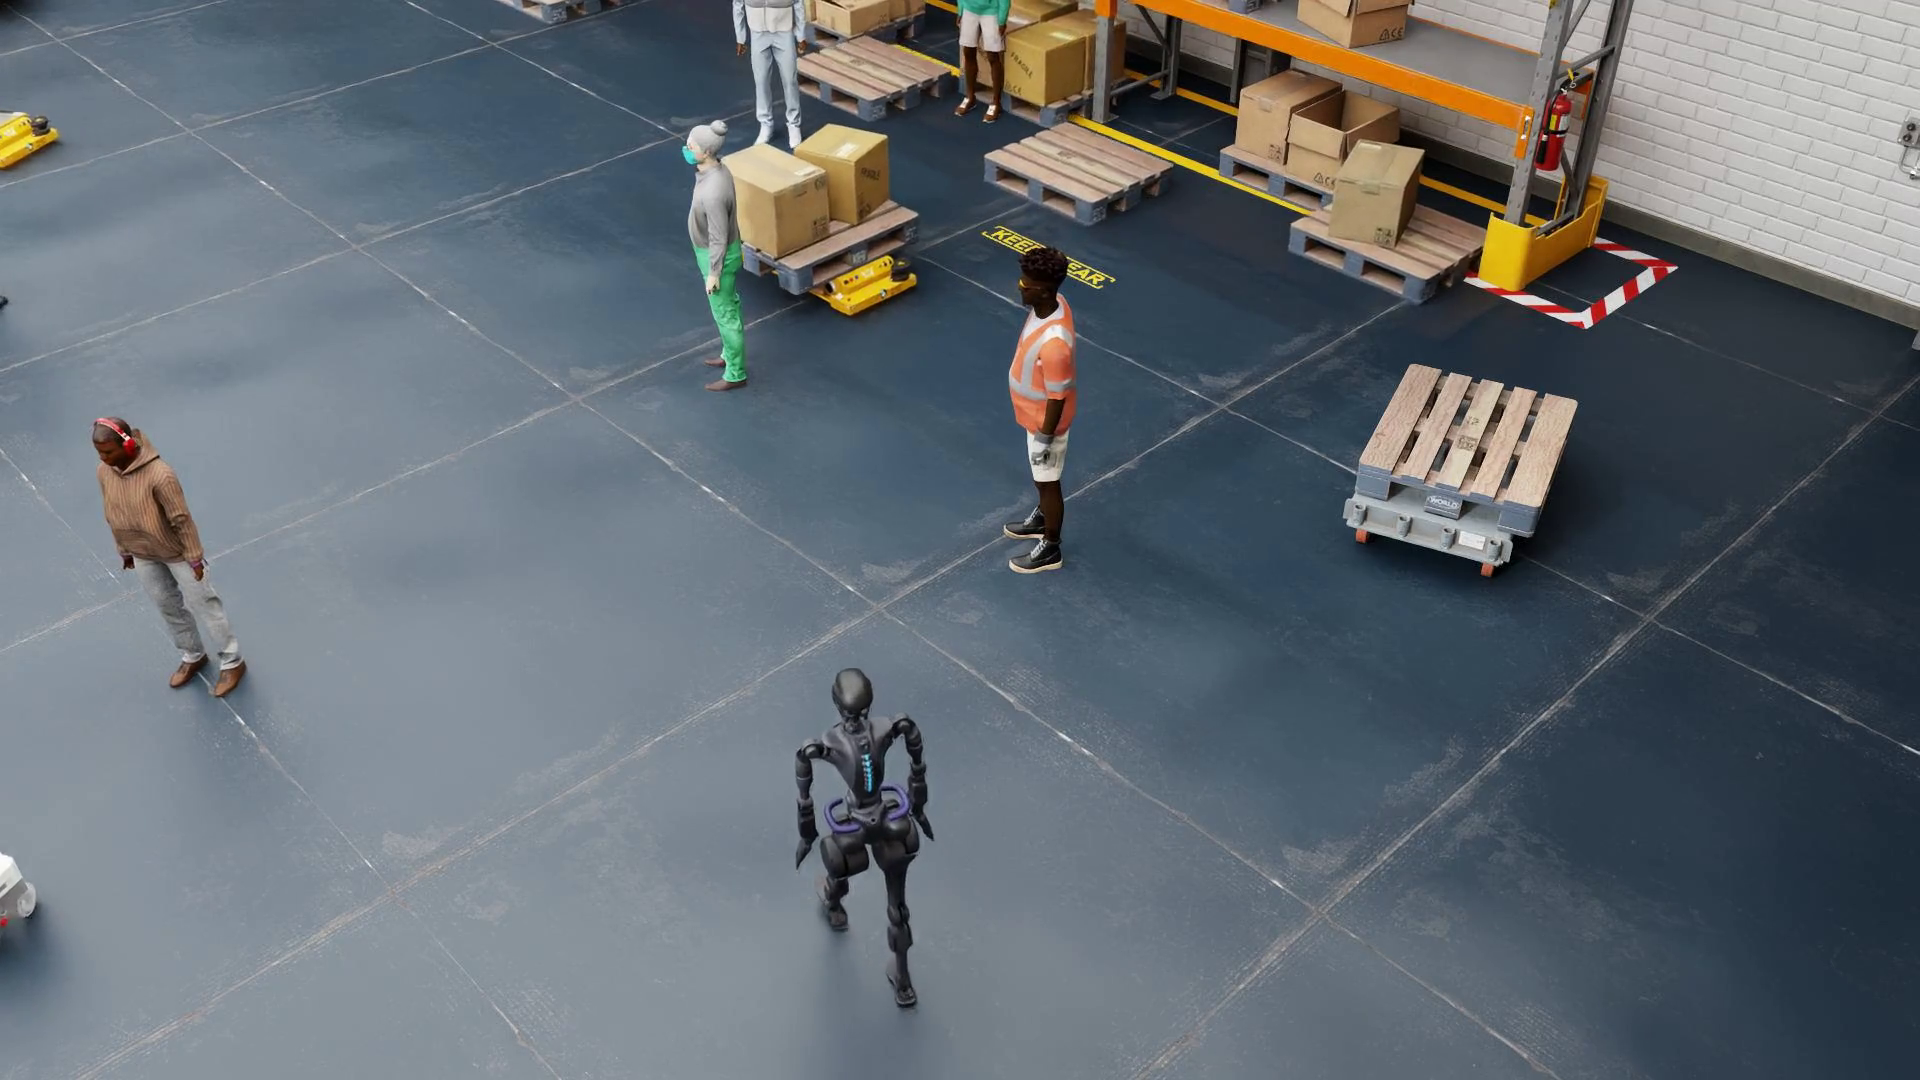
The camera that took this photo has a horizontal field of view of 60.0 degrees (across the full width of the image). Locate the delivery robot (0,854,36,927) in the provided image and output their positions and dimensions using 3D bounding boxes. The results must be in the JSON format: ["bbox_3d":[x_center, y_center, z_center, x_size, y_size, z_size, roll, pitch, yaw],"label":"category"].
[{"bbox_3d":[-4.499,1.517,7.297,0.777,0.606,0.499,13,39,16],"label":"delivery robot"}]

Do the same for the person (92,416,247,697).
[{"bbox_3d":[-3.974,0.061,8.311,0.475,1.643,0.327,7,38,10],"label":"person"}]

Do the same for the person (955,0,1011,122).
[{"bbox_3d":[0.214,-4.522,14.217,0.507,1.841,0.399,20,42,25],"label":"person"}]

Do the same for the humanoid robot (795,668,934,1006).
[{"bbox_3d":[-0.400,1.161,6.858,0.595,1.623,0.770,-13,39,-16],"label":"humanoid robot"}]

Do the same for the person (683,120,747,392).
[{"bbox_3d":[-1.562,-1.818,10.647,0.338,1.829,0.514,-4,37,-5],"label":"person"}]

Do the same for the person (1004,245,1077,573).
[{"bbox_3d":[0.441,-0.697,9.055,0.374,1.959,0.602,-1,37,-1],"label":"person"}]

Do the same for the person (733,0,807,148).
[{"bbox_3d":[-1.555,-4.193,13.727,0.597,1.910,0.403,0,37,0],"label":"person"}]

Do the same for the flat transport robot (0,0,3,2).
[{"bbox_3d":[-10.079,-5.414,16.700,0.659,0.231,1.431,7,38,10],"label":"flat transport robot"}]

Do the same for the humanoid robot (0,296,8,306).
[{"bbox_3d":[-7.055,-2.356,11.475,0.597,1.653,0.324,8,38,11],"label":"humanoid robot"}]

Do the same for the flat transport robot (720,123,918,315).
[{"bbox_3d":[-1.055,-2.084,12.292,1.431,0.231,0.659,31,47,34],"label":"flat transport robot"}]

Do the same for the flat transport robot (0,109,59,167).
[{"bbox_3d":[-8.479,-3.443,14.092,1.431,0.231,0.659,10,38,13],"label":"flat transport robot"}]
